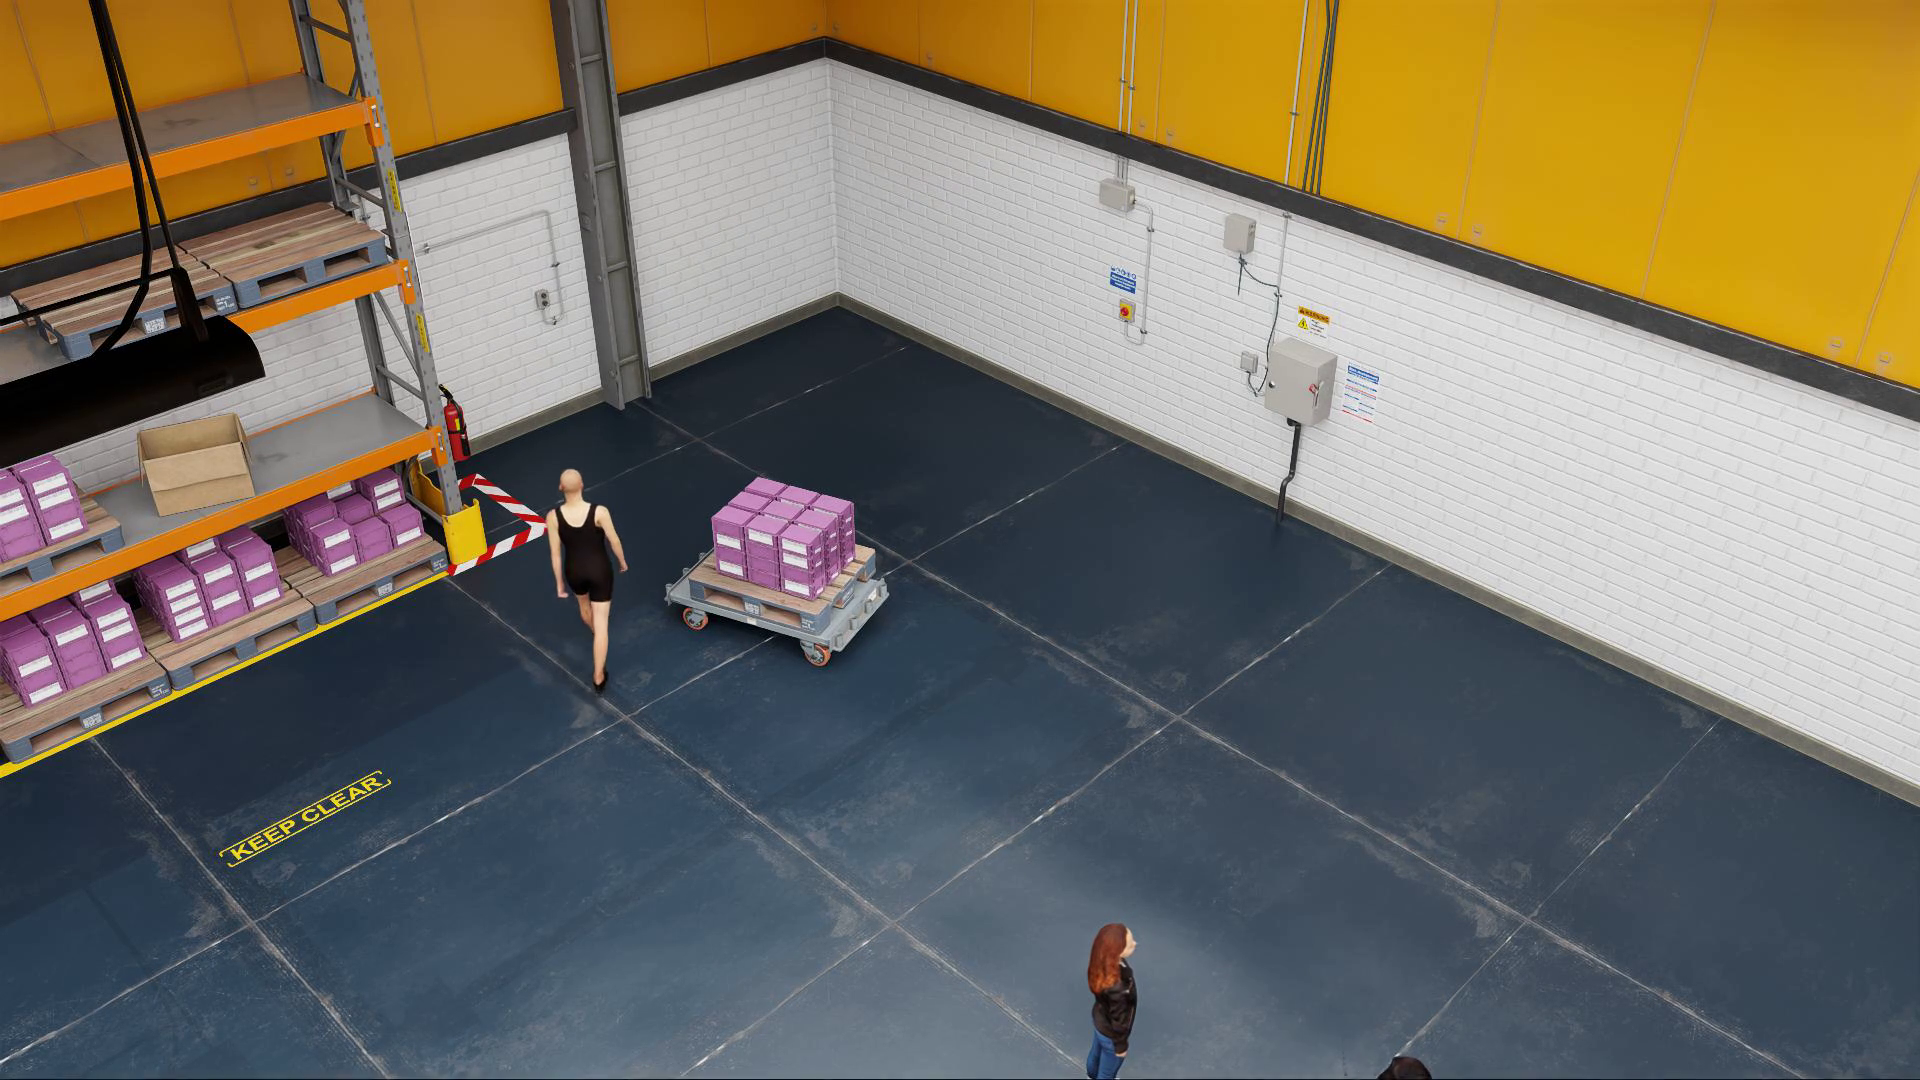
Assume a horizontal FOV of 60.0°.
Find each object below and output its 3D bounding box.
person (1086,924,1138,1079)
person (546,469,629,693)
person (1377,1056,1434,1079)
[{"bbox_3d":[0.848,2.715,9.399,0.673,1.483,0.641,-5,34,-8],"label":"person"},{"bbox_3d":[-2.846,0.335,12.728,1.177,1.763,1.228,0,34,-1],"label":"person"},{"bbox_3d":[2.184,3.178,8.593,0.844,1.605,0.901,-1,34,-1],"label":"person"}]
